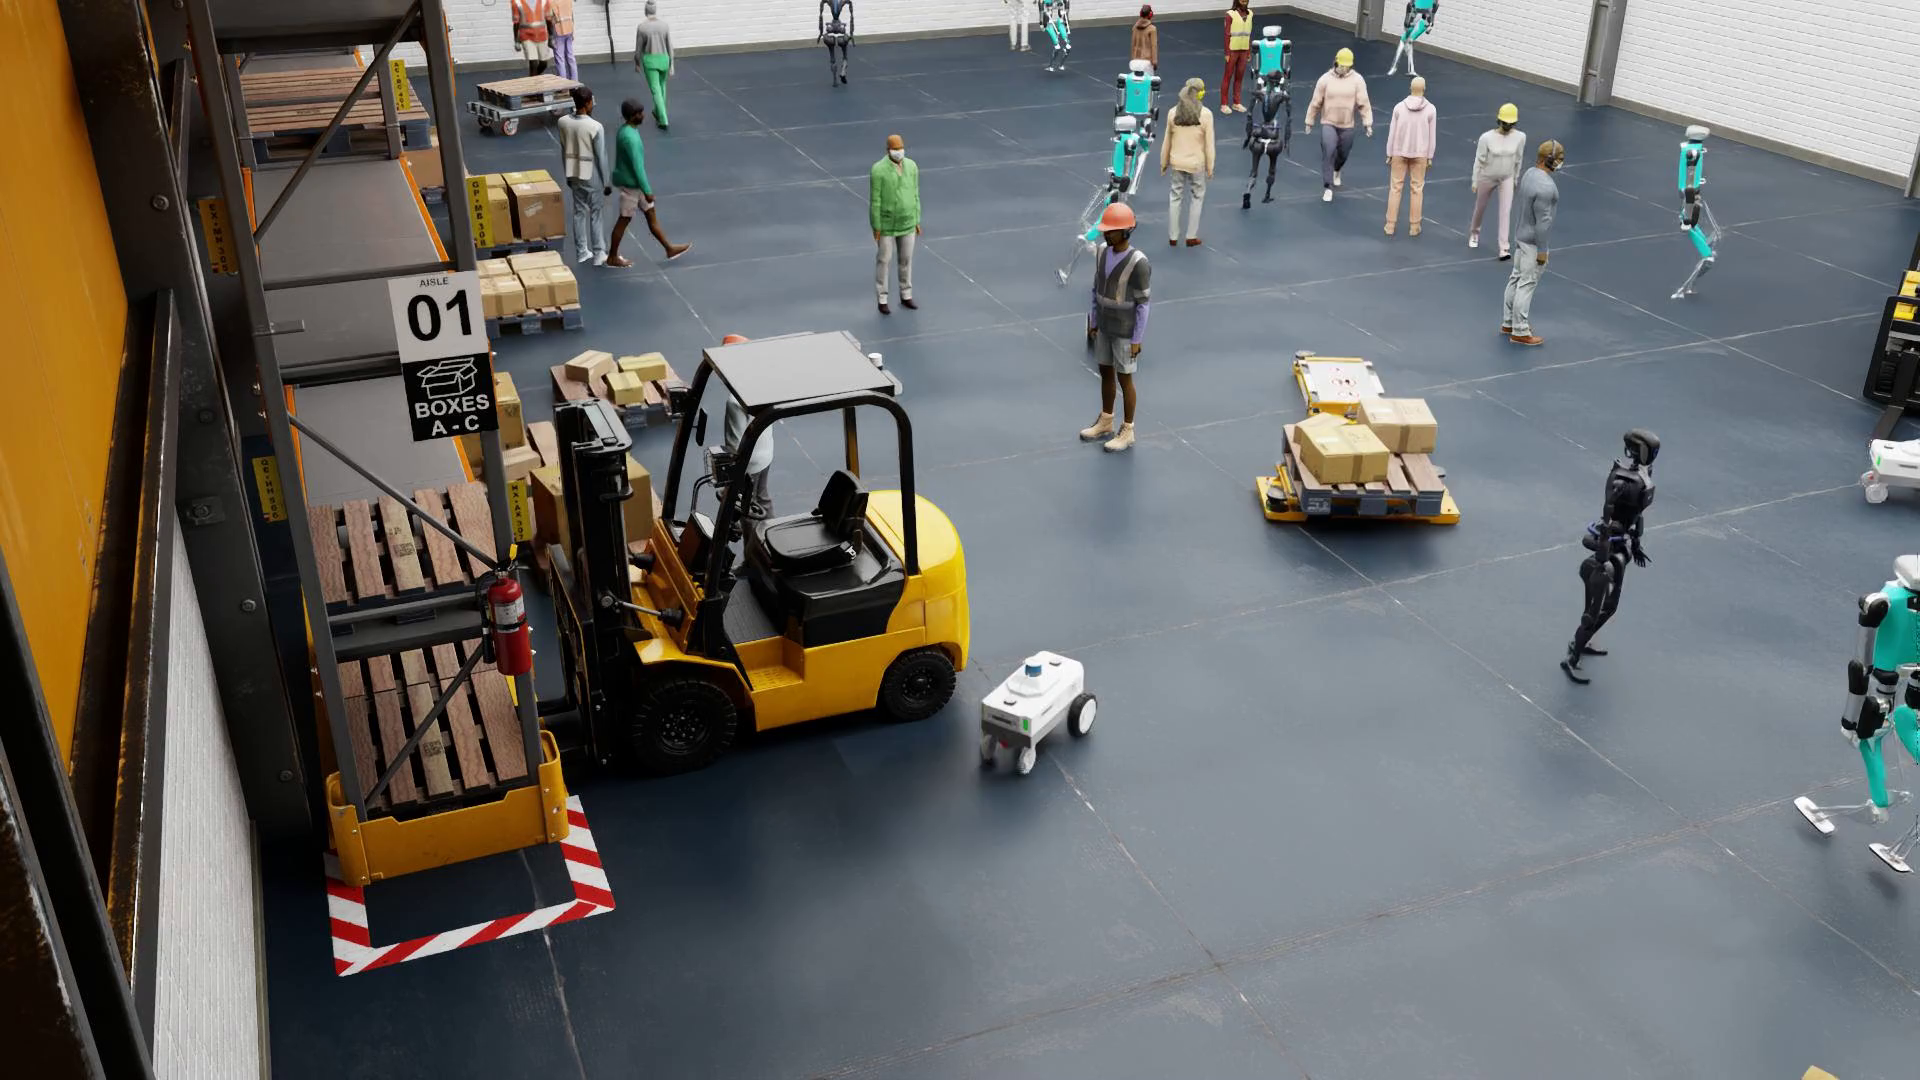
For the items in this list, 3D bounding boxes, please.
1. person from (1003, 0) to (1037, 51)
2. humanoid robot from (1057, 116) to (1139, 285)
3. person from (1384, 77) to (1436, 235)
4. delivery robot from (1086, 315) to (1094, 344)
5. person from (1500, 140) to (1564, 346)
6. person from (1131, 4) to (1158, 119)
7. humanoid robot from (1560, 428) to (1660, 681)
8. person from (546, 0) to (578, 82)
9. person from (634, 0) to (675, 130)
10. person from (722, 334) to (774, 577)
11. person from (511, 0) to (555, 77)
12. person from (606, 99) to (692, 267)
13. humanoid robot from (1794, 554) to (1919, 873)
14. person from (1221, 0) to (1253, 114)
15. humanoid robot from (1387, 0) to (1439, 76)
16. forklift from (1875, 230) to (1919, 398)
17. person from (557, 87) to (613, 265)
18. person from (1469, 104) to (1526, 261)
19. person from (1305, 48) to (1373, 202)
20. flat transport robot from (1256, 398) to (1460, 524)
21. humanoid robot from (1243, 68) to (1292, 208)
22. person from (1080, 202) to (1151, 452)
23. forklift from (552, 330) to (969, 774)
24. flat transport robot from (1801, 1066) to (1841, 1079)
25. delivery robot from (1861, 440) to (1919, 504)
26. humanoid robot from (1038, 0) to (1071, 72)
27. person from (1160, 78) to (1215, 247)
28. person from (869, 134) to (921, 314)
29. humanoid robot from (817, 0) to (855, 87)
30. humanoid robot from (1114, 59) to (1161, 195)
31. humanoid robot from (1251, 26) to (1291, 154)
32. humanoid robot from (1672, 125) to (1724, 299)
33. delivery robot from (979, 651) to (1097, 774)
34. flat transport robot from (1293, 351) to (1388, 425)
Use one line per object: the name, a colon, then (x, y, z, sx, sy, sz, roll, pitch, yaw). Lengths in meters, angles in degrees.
person: (1.069, -9.599, 29.289, 0.600, 1.877, 0.416, 5, 27, 10)
humanoid robot: (1.392, -3.499, 17.382, 0.892, 1.823, 0.530, -2, 27, -4)
person: (5.139, -4.377, 19.006, 0.536, 1.781, 0.401, 6, 27, 13)
delivery robot: (1.450, -2.027, 15.686, 0.499, 0.581, 0.767, 1, 27, 2)
person: (5.424, -2.813, 15.731, 0.372, 1.936, 0.626, 0, 27, 1)
person: (2.683, -7.006, 24.390, 0.460, 1.648, 0.327, 23, 35, 38)
humanoid robot: (4.027, 0.069, 10.288, 0.371, 1.646, 0.599, 23, 35, 38)
person: (-6.188, -7.849, 25.857, 0.381, 1.837, 0.562, 16, 31, 29)
person: (-4.436, -6.890, 23.971, 0.532, 1.798, 0.900, -15, 30, -27)
person: (-1.480, -0.585, 11.515, 0.351, 1.739, 0.572, 8, 28, 15)
person: (-6.548, -7.715, 25.485, 0.617, 1.949, 0.810, -14, 30, -26)
person: (-3.429, -3.824, 17.885, 0.977, 1.793, 0.533, -6, 27, -11)
humanoid robot: (4.807, 0.953, 8.460, 0.553, 1.762, 0.963, -6, 27, -12)
person: (4.126, -7.283, 24.798, 0.466, 1.775, 0.377, -13, 29, -24)
humanoid robot: (7.419, -8.490, 27.244, 0.597, 1.770, 0.875, -5, 27, -10)
forklift: (9.029, -2.397, 14.618, 1.214, 2.155, 2.313, 18, 32, 32)
person: (-4.033, -3.915, 17.955, 0.597, 1.909, 0.399, 13, 29, 24)
person: (5.888, -3.953, 18.265, 0.532, 1.692, 0.969, 2, 27, 3)
person: (4.666, -5.164, 20.525, 0.807, 1.833, 0.802, 4, 27, 7)
flat transport robot: (3.023, -0.351, 12.685, 1.431, 0.231, 0.659, 1, 27, 2)
humanoid robot: (3.689, -4.848, 20.104, 0.616, 1.638, 0.690, 15, 30, 27)
person: (1.245, -1.715, 13.427, 0.375, 2.041, 0.614, -17, 31, -30)
forklift: (-1.094, 0.010, 9.831, 2.313, 2.155, 1.214, -10, 28, -20)
flat transport robot: (2.948, 2.926, 6.167, 0.659, 0.231, 1.431, -13, 29, -24)
delivery robot: (7.377, -0.520, 12.716, 0.781, 0.605, 0.499, 9, 28, 18)
humanoid robot: (1.590, -8.458, 27.027, 0.533, 1.677, 0.735, -8, 28, -15)
person: (2.538, -4.211, 18.600, 0.610, 1.861, 0.397, 12, 29, 23)
person: (-0.644, -3.152, 16.572, 0.550, 1.781, 0.384, -14, 30, -25)
humanoid robot: (-1.980, -8.059, 26.458, 0.612, 1.646, 0.370, 0, 27, 0)
humanoid robot: (2.172, -5.010, 20.353, 0.553, 1.796, 0.802, 5, 27, 10)
humanoid robot: (4.235, -6.168, 22.665, 0.561, 1.743, 0.993, 6, 27, 12)
humanoid robot: (7.572, -3.264, 16.905, 0.709, 1.838, 0.536, 9, 28, 17)
delivery robot: (0.424, 0.964, 9.742, 0.499, 0.585, 0.765, 16, 31, 29)
flat transport robot: (3.341, -1.313, 14.599, 0.659, 0.231, 1.431, 2, 27, 3)
